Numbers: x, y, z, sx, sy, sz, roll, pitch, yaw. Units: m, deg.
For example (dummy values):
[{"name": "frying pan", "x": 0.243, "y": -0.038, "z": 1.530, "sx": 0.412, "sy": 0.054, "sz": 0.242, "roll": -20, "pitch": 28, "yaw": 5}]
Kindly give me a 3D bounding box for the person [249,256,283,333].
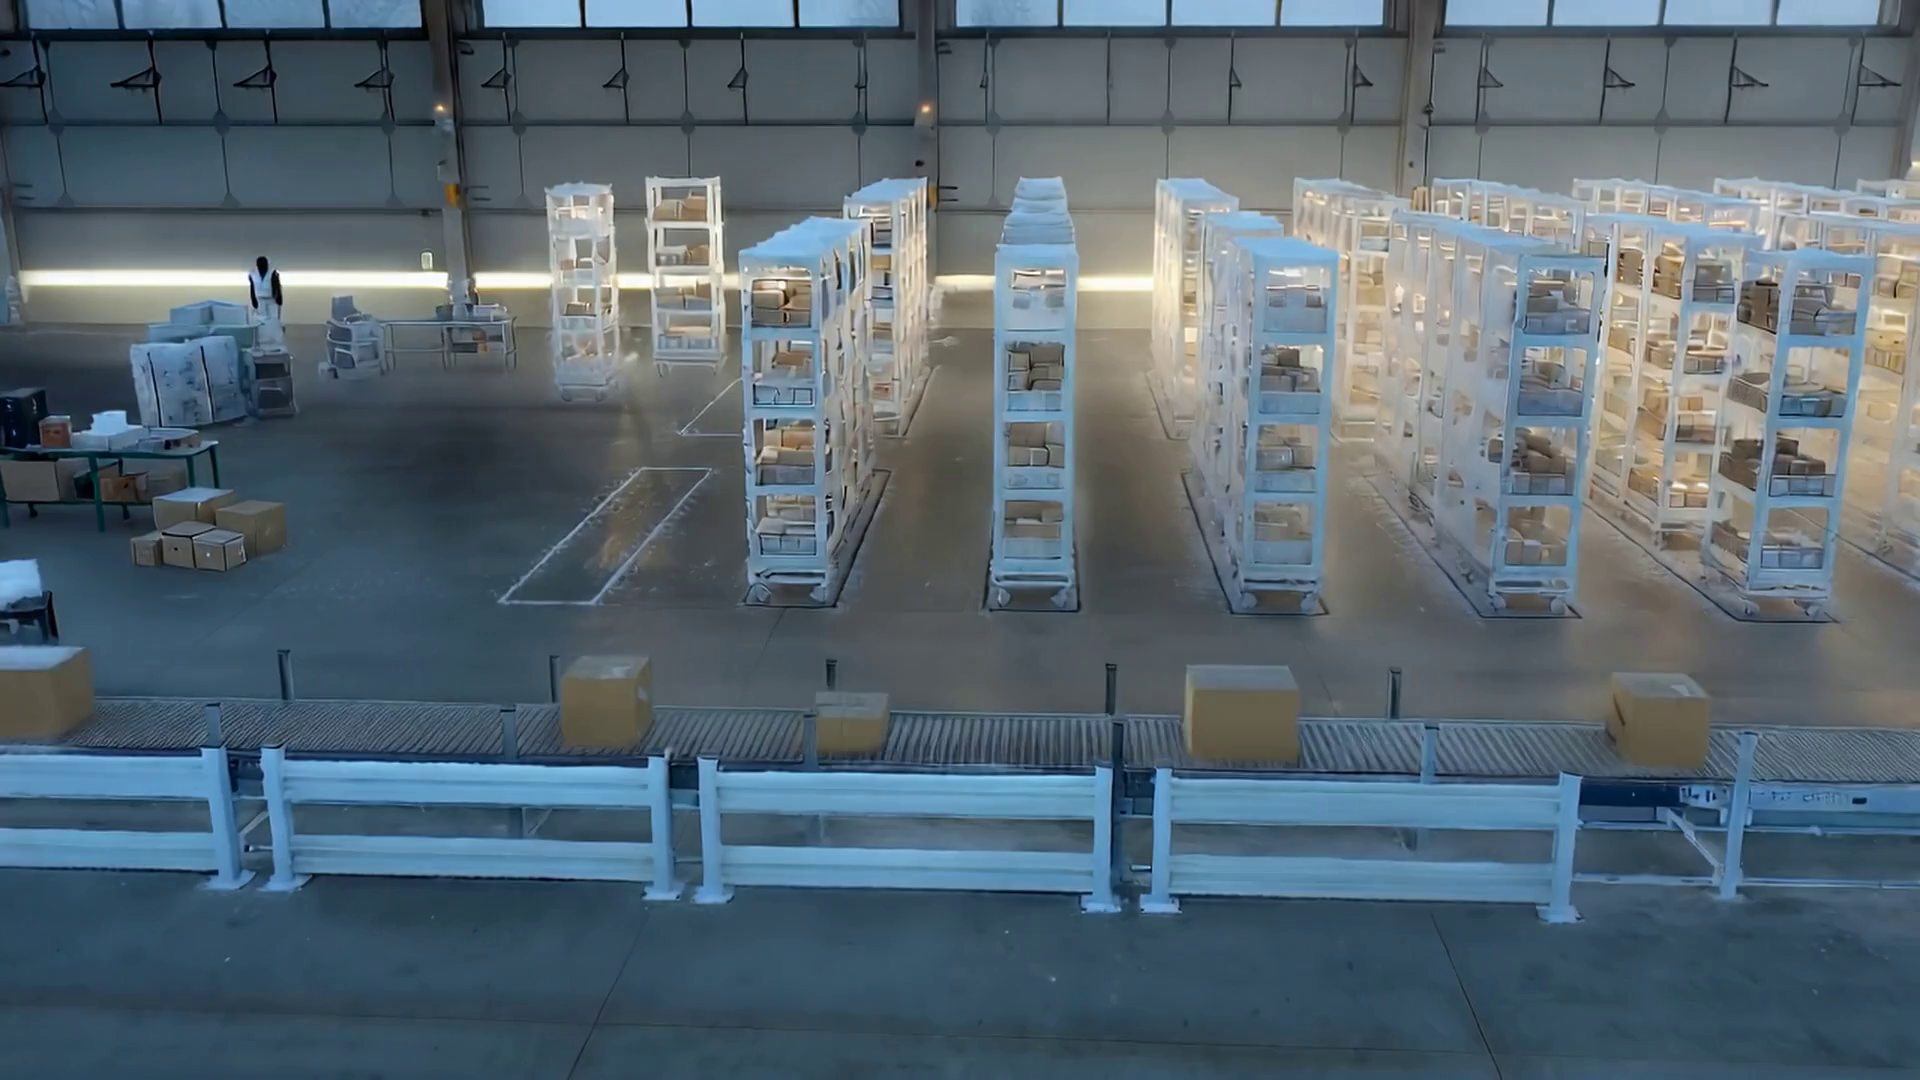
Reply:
[{"name": "person", "x": -14.412, "y": -4.985, "z": 34.589, "sx": 0.630, "sy": 1.831, "sz": 0.429, "roll": -4, "pitch": 16, "yaw": -13}]
